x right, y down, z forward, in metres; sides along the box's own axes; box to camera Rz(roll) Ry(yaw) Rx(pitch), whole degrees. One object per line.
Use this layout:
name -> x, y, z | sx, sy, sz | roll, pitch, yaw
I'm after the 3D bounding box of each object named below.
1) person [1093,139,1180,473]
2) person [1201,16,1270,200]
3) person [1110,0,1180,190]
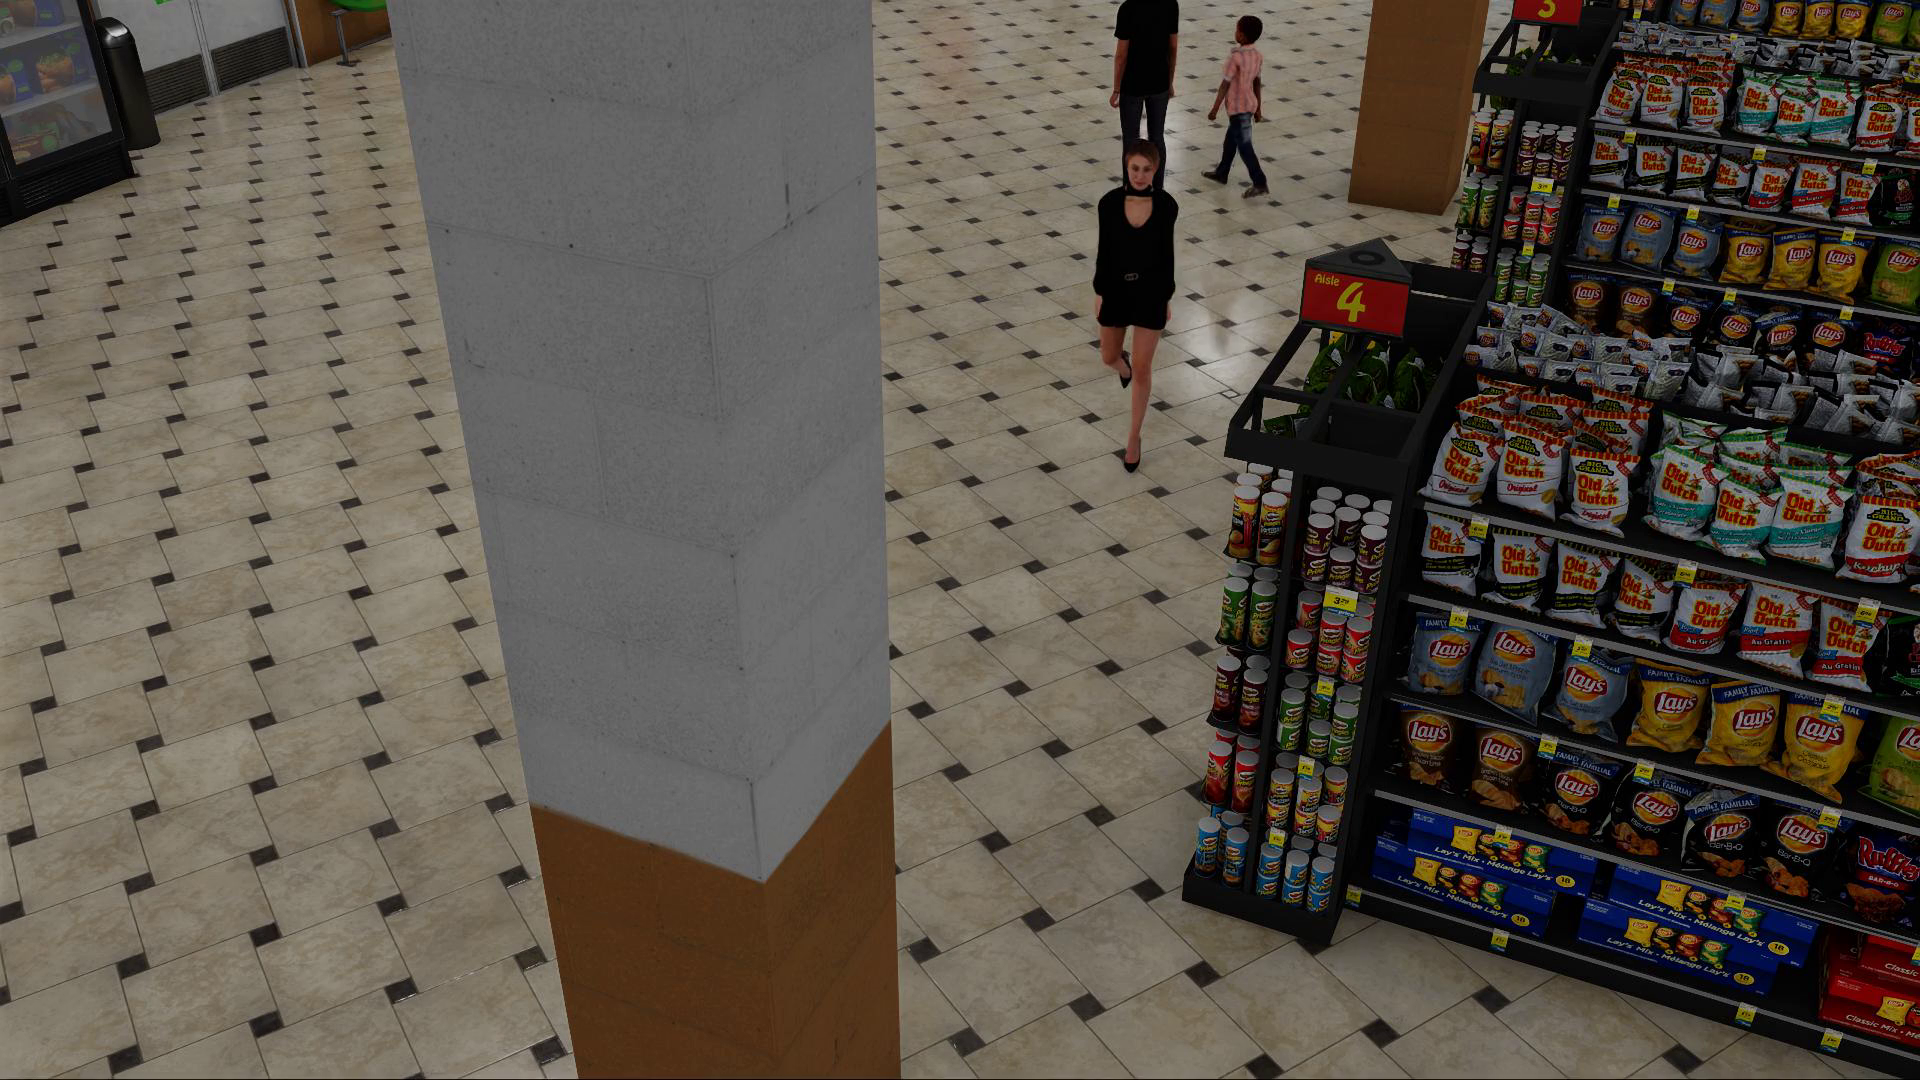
person -> 0.908, -1.258, 8.662 | 0.970, 1.747, 0.812 | 5, 32, 7
person -> 2.094, -3.118, 12.088 | 0.952, 1.286, 0.677 | 27, 41, 36
person -> 1.310, -3.256, 11.790 | 0.688, 1.836, 0.764 | -9, 33, -14
